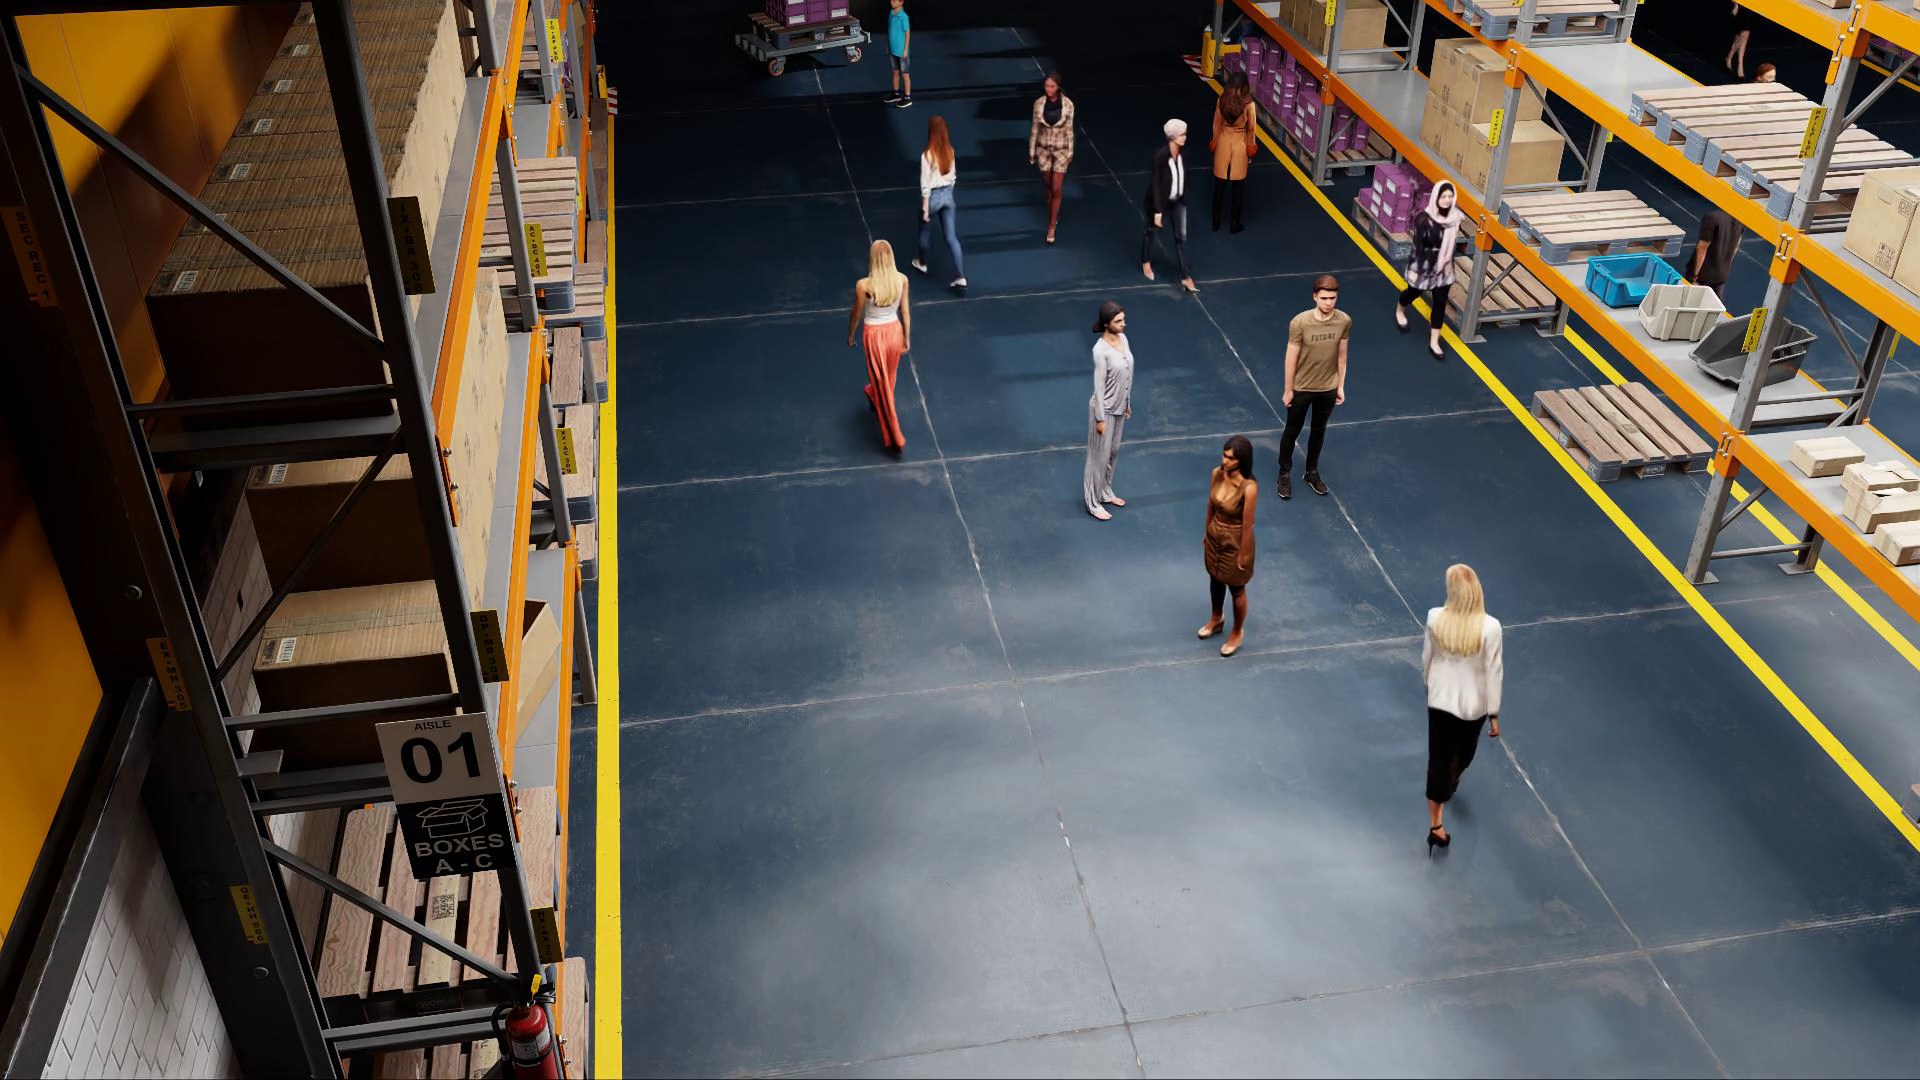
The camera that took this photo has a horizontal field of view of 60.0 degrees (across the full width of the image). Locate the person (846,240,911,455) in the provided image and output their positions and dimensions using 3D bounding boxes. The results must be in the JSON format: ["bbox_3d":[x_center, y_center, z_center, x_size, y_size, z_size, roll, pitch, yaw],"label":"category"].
[{"bbox_3d":[-0.603,-1.535,13.580,0.863,1.747,1.315,-15,36,-21],"label":"person"}]

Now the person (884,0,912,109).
[{"bbox_3d":[-0.756,-6.186,20.847,0.659,1.448,0.564,-25,41,-33],"label":"person"}]

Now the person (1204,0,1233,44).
[{"bbox_3d":[3.547,-7.700,22.875,0.671,1.726,0.510,-6,34,-8],"label":"person"}]

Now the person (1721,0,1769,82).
[{"bbox_3d":[10.308,-6.969,21.779,0.603,1.723,0.921,-5,34,-8],"label":"person"}]

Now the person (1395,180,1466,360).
[{"bbox_3d":[4.266,-2.545,15.236,0.689,1.596,1.106,-9,35,-13],"label":"person"}]

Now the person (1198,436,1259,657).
[{"bbox_3d":[1.834,0.026,11.288,0.694,1.686,0.584,-22,39,-29],"label":"person"}]

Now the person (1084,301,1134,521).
[{"bbox_3d":[1.127,-1.010,12.766,0.733,1.774,0.668,20,38,27],"label":"person"}]

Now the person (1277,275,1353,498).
[{"bbox_3d":[2.762,-1.213,13.001,0.648,1.852,0.538,-6,34,-8],"label":"person"}]

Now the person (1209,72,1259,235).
[{"bbox_3d":[2.850,-4.052,17.392,0.774,1.720,0.792,14,36,20],"label":"person"}]

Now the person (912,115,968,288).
[{"bbox_3d":[-0.157,-3.256,16.217,0.905,1.696,1.216,-20,38,-27],"label":"person"}]

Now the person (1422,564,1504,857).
[{"bbox_3d":[2.882,1.040,9.658,1.016,1.802,1.133,20,39,28],"label":"person"}]

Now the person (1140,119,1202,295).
[{"bbox_3d":[2.023,-3.310,16.346,0.943,1.735,1.212,-13,36,-18],"label":"person"}]

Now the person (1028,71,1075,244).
[{"bbox_3d":[0.983,-4.028,17.311,0.784,1.770,0.891,10,35,14],"label":"person"}]
